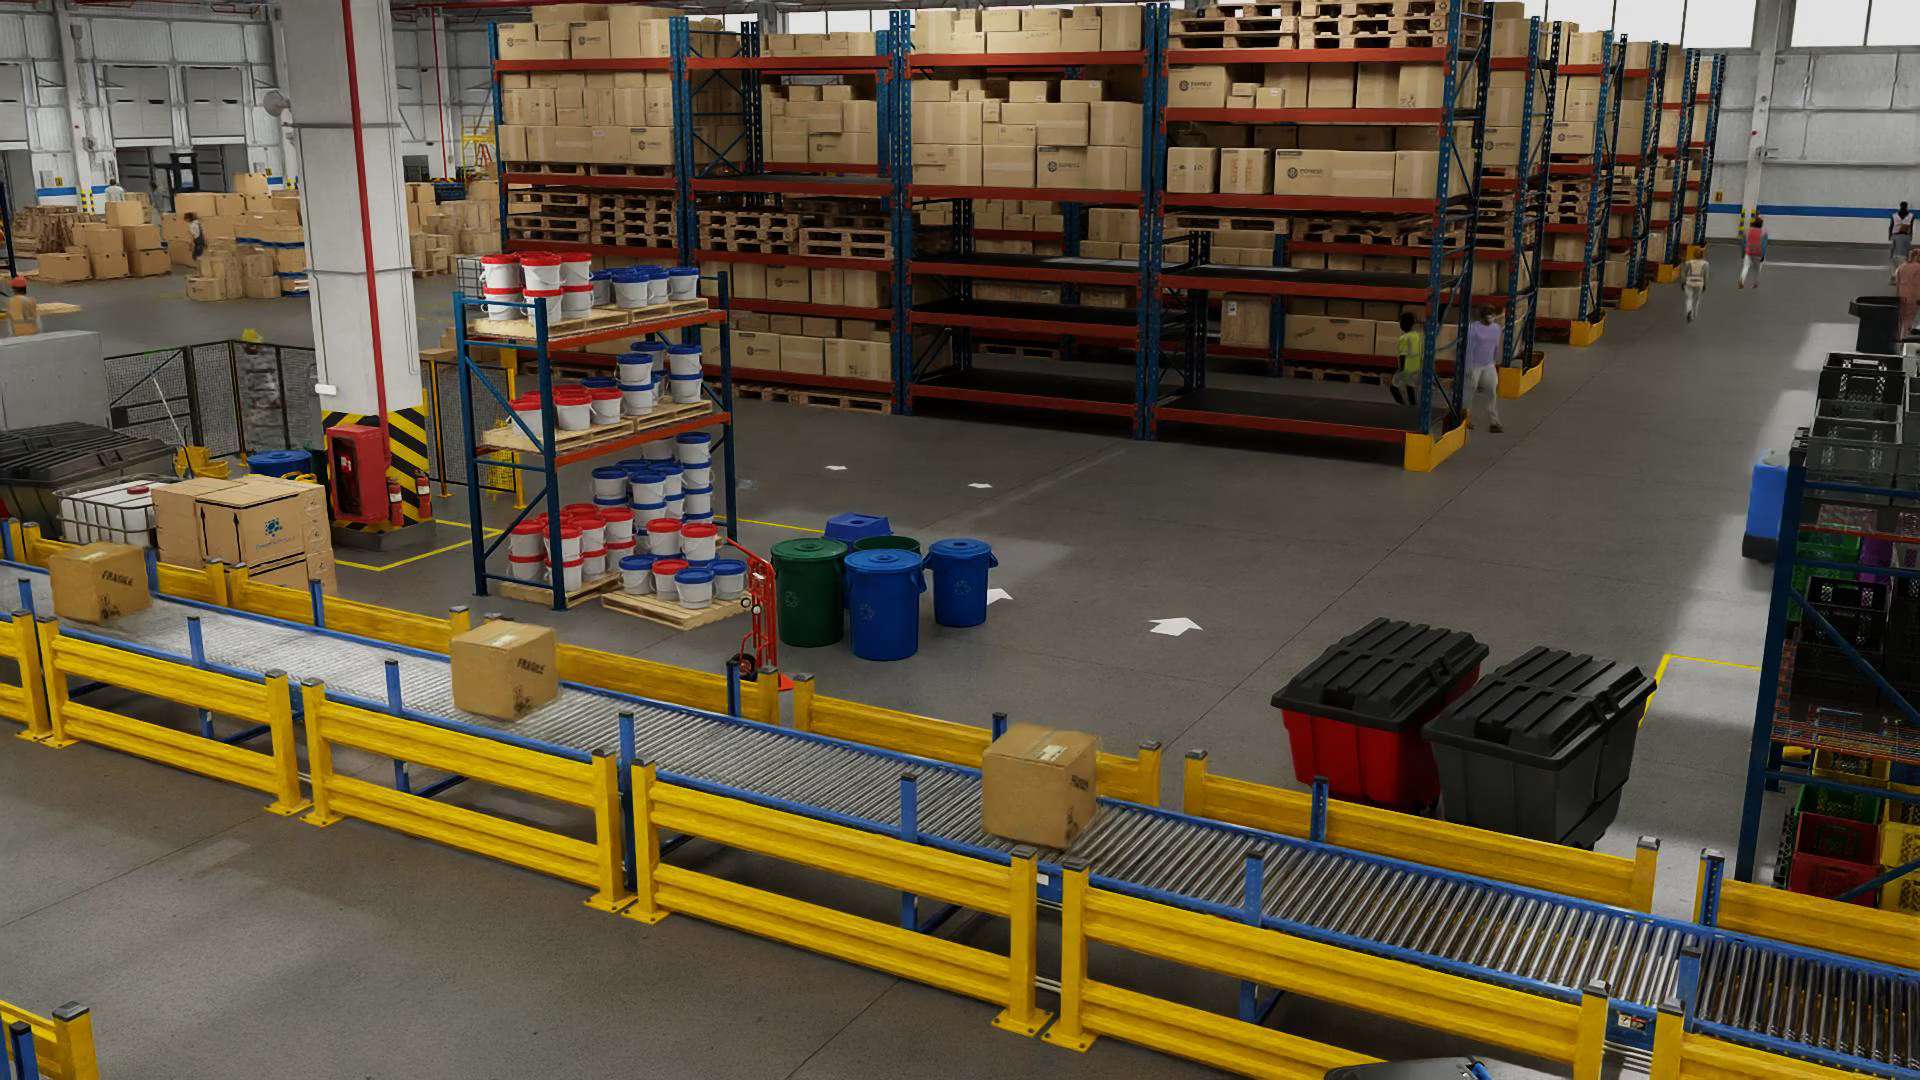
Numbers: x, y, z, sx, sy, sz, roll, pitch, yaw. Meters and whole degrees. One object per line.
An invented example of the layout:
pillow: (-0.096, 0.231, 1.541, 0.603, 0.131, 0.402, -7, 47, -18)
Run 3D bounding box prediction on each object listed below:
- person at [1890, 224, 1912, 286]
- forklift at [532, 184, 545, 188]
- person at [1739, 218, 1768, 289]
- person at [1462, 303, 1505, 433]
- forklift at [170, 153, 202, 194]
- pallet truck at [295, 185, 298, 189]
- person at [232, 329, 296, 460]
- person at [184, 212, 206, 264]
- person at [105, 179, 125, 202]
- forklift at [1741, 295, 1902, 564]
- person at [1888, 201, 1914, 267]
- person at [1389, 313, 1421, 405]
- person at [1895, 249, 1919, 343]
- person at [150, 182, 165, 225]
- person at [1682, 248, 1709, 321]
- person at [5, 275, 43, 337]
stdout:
person: (24.569, -7.441, 43.481, 0.402, 1.614, 0.563, -6, 16, -23)
forklift: (-16.254, -13.594, 64.203, 1.873, 2.768, 1.129, 1, 15, 2)
person: (20.445, -7.378, 42.894, 0.626, 1.821, 0.812, 12, 19, 38)
person: (7.709, -2.516, 24.441, 0.646, 1.894, 0.955, -4, 15, -14)
forklift: (-28.889, -13.072, 62.240, 1.873, 2.768, 1.129, 8, 17, 28)
pallet truck: (-26.804, -14.617, 69.738, 1.885, 1.965, 0.823, -14, 20, -42)
person: (-9.516, -1.961, 22.570, 0.905, 1.784, 0.613, -6, 16, -21)
person: (-20.877, -8.080, 45.535, 0.541, 1.799, 0.532, -4, 15, -16)
person: (-31.028, -12.299, 61.141, 0.632, 1.940, 0.372, -8, 17, -28)
forklift: (9.340, -1.101, 17.240, 1.873, 2.768, 1.129, 9, 17, 31)
person: (27.334, -8.884, 48.354, 0.620, 1.904, 0.443, 10, 18, 32)
person: (6.740, -2.583, 25.109, 0.399, 1.685, 0.546, 14, 20, 42)
person: (18.999, -4.856, 33.232, 0.404, 1.903, 0.636, -3, 15, -9)
person: (-28.766, -11.848, 59.557, 1.027, 1.878, 0.652, -3, 15, -12)
person: (16.163, -5.607, 36.594, 0.523, 1.627, 0.550, 5, 16, 19)
person: (-15.890, -3.514, 28.183, 0.549, 1.910, 0.858, 4, 15, 15)
